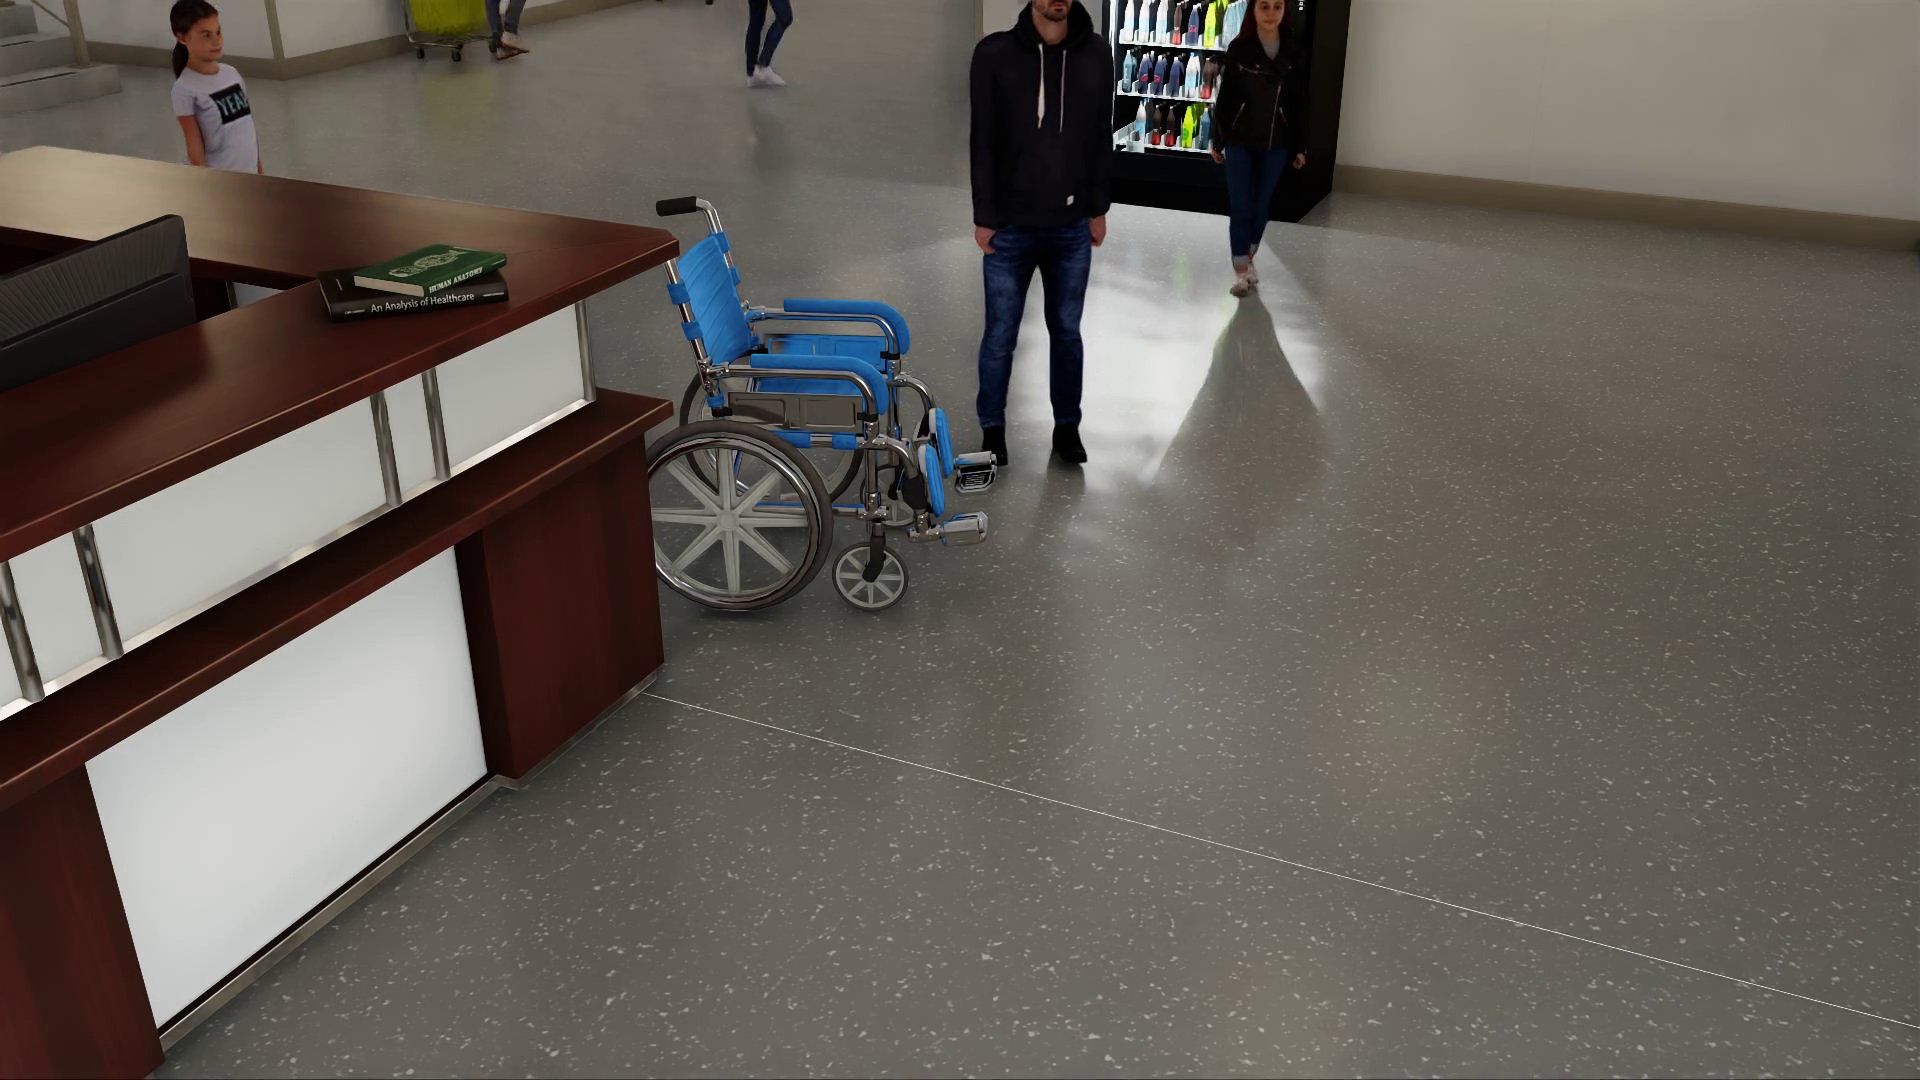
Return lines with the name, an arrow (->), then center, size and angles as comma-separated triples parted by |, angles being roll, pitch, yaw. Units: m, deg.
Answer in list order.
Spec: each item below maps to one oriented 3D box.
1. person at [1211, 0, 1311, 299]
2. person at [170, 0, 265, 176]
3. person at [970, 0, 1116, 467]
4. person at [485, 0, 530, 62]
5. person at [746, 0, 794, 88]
person -> 1.422, -1.931, 8.007 | 0.909, 1.459, 0.868 | 0, 26, 1
person -> -3.109, -1.460, 6.931 | 0.696, 1.545, 0.589 | 8, 27, 15
person -> 0.277, -1.164, 5.925 | 0.717, 1.885, 0.821 | -4, 26, -8
person -> -3.887, -4.926, 13.724 | 0.531, 1.887, 0.736 | 12, 28, 23
person -> -1.611, -4.312, 12.642 | 0.785, 1.720, 0.727 | -8, 27, -17
